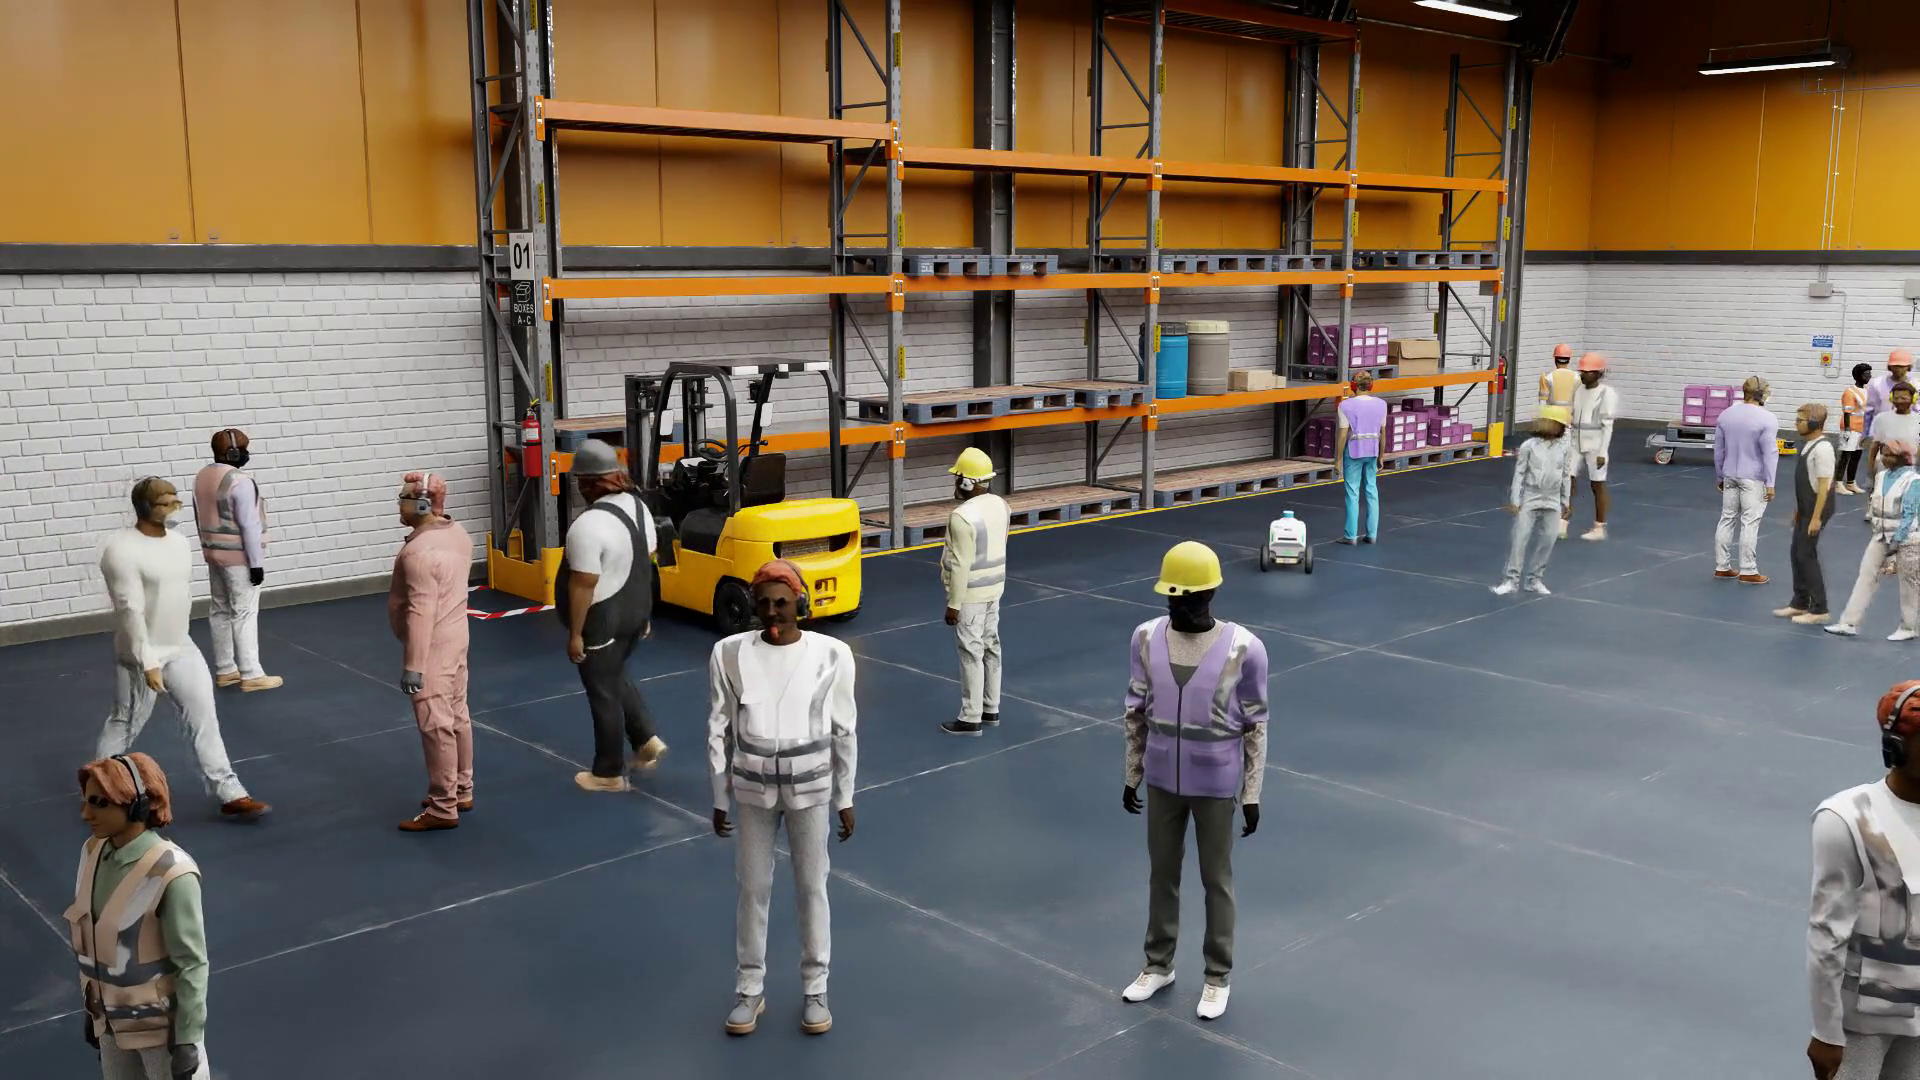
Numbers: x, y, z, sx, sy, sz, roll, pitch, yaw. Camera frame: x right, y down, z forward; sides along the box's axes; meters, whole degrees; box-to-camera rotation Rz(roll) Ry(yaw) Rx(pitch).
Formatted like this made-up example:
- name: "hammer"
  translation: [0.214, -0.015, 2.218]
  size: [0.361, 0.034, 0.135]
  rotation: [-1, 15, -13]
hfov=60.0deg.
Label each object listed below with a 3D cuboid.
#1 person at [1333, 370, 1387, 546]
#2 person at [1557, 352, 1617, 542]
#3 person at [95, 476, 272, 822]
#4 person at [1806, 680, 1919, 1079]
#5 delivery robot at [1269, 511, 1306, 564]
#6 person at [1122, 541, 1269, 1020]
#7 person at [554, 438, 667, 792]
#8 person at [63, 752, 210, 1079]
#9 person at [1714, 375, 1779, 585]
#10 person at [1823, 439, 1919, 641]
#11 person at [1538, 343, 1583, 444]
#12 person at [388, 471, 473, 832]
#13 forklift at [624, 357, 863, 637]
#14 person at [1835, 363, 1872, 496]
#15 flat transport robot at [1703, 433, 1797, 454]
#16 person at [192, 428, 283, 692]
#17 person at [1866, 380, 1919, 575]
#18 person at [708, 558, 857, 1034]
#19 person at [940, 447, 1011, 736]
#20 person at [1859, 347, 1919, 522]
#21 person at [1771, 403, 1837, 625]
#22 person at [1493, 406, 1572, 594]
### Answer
- name: "person"
  translation: [4.208, -0.855, 17.455]
  size: [0.567, 1.844, 0.375]
  rotation: [-3, 10, -17]
- name: "person"
  translation: [6.555, -0.967, 17.612]
  size: [0.822, 2.015, 0.640]
  rotation: [-5, 11, -25]
- name: "person"
  translation: [-4.250, 0.598, 8.841]
  size: [1.023, 1.891, 0.632]
  rotation: [3, 10, 15]
- name: "person"
  translation: [2.587, 1.316, 4.639]
  size: [0.572, 1.883, 0.353]
  rotation: [-4, 11, -23]
- name: "delivery robot"
  translation: [3.184, -0.037, 16.163]
  size: [0.477, 0.478, 0.707]
  rotation: [2, 10, 11]
- name: "person"
  translation: [0.920, 0.951, 6.649]
  size: [0.595, 1.923, 0.373]
  rotation: [6, 11, 30]
- name: "person"
  translation: [-2.024, 0.425, 9.389]
  size: [0.536, 2.000, 0.709]
  rotation: [3, 10, 17]
- name: "person"
  translation: [-2.356, 1.407, 4.814]
  size: [0.511, 1.641, 0.309]
  rotation: [6, 11, 30]
- name: "person"
  translation: [7.287, -0.556, 15.435]
  size: [0.350, 1.936, 0.635]
  rotation: [-5, 11, -25]
- name: "person"
  translation: [7.225, 0.017, 13.038]
  size: [0.790, 1.608, 0.518]
  rotation: [-2, 10, -13]
- name: "person"
  translation: [7.584, -1.520, 21.080]
  size: [0.552, 1.934, 0.373]
  rotation: [1, 10, 5]
- name: "person"
  translation: [-2.816, 0.583, 8.843]
  size: [0.407, 1.913, 0.641]
  rotation: [0, 10, 2]
- name: "forklift"
  translation: [-1.847, -0.414, 13.852]
  size: [1.214, 2.155, 2.313]
  rotation: [-9, 13, -42]
- name: "person"
  translation: [11.377, -1.405, 21.137]
  size: [0.530, 1.689, 0.321]
  rotation: [-6, 12, -33]
- name: "flat transport robot"
  translation: [12.265, -1.510, 25.894]
  size: [0.652, 0.197, 1.431]
  rotation: [-2, 10, -11]
- name: "person"
  translation: [-5.074, 0.137, 11.659]
  size: [0.625, 1.843, 0.430]
  rotation: [7, 12, 35]
- name: "person"
  translation: [9.020, -0.610, 15.998]
  size: [0.524, 1.857, 0.594]
  rotation: [7, 12, 37]
- name: "person"
  translation: [-0.690, 1.000, 6.490]
  size: [0.576, 1.881, 0.354]
  rotation: [0, 10, 1]
- name: "person"
  translation: [0.081, 0.325, 10.571]
  size: [0.404, 1.837, 0.587]
  rotation: [5, 11, 29]
- name: "person"
  translation: [10.547, -1.172, 18.846]
  size: [0.687, 2.003, 0.865]
  rotation: [8, 12, 38]
- name: "person"
  translation: [7.035, -0.208, 13.782]
  size: [0.410, 1.828, 0.546]
  rotation: [3, 10, 17]
- name: "person"
  translation: [5.134, -0.344, 14.901]
  size: [0.658, 1.718, 0.324]
  rotation: [0, 10, -2]
